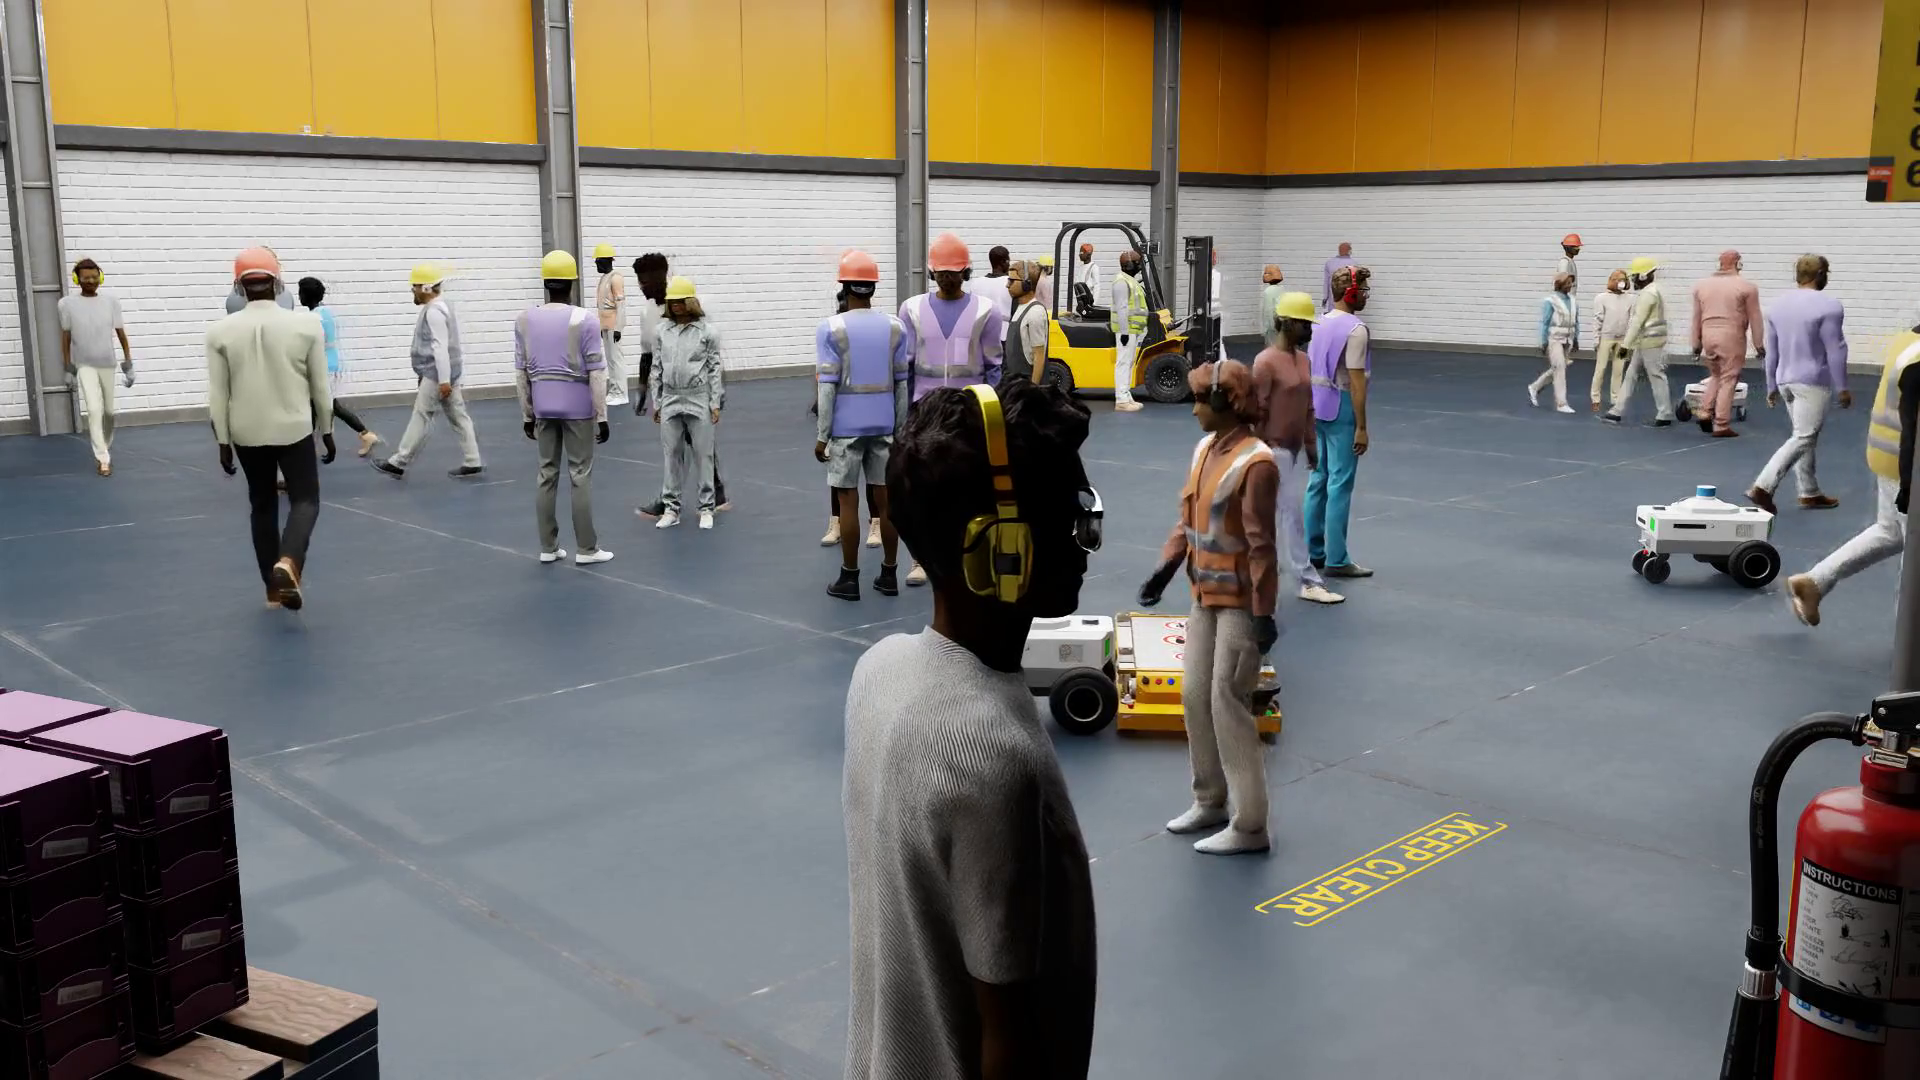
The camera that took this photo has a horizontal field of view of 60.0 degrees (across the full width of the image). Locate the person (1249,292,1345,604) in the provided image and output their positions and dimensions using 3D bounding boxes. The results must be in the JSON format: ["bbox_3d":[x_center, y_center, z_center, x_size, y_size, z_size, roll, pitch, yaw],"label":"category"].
[{"bbox_3d":[1.810,-0.537,9.380,0.921,1.712,0.528,9,14,41],"label":"person"}]

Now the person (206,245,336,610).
[{"bbox_3d":[-3.658,-0.568,8.825,0.618,1.971,0.716,-2,11,-10],"label":"person"}]

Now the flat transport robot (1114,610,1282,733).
[{"bbox_3d":[1.018,0.554,7.354,0.652,0.197,1.431,1,10,4],"label":"flat transport robot"}]

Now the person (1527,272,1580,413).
[{"bbox_3d":[6.875,-2.295,19.234,0.513,1.613,0.746,-6,12,-31],"label":"person"}]

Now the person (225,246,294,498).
[{"bbox_3d":[-5.344,-1.289,12.853,0.379,1.940,0.629,4,11,21],"label":"person"}]

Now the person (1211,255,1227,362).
[{"bbox_3d":[3.386,-3.072,22.884,0.590,1.824,1.038,-6,12,-29],"label":"person"}]

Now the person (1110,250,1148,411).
[{"bbox_3d":[1.966,-2.412,19.287,0.435,1.843,0.636,3,11,15],"label":"person"}]

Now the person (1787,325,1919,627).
[{"bbox_3d":[4.550,-0.352,8.110,0.756,1.808,0.682,5,11,24],"label":"person"}]

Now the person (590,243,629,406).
[{"bbox_3d":[-4.186,-2.567,19.850,0.383,1.924,0.594,-6,12,-29],"label":"person"}]

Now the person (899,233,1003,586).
[{"bbox_3d":[-0.061,-0.734,9.570,0.609,2.033,0.406,1,10,6],"label":"person"}]

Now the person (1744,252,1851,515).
[{"bbox_3d":[6.113,-1.134,12.094,0.900,1.911,0.640,-2,11,-12],"label":"person"}]

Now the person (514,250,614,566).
[{"bbox_3d":[-2.427,-0.801,10.210,0.594,1.930,0.354,3,11,16],"label":"person"}]

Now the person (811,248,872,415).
[{"bbox_3d":[-1.160,-2.222,18.089,0.991,1.903,0.555,2,11,9],"label":"person"}]

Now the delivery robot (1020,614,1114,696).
[{"bbox_3d":[0.282,0.440,6.942,0.707,0.478,0.477,1,10,3],"label":"delivery robot"}]

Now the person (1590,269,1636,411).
[{"bbox_3d":[7.542,-2.288,19.209,0.508,1.651,0.373,-1,10,-6],"label":"person"}]

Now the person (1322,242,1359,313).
[{"bbox_3d":[6.719,-4.288,29.305,0.684,1.905,0.404,6,12,31],"label":"person"}]

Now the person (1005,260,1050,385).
[{"bbox_3d":[0.466,-1.087,12.008,0.340,1.845,0.512,-2,11,-13],"label":"person"}]

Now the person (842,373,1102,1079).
[{"bbox_3d":[0.029,0.744,1.963,0.328,1.869,0.521,-4,11,-19],"label":"person"}]

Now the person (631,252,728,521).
[{"bbox_3d":[-2.048,-1.095,11.902,0.927,1.894,0.620,-10,14,-43],"label":"person"}]

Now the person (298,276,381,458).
[{"bbox_3d":[-5.722,-1.551,15.053,0.854,1.663,0.531,-1,10,-8],"label":"person"}]

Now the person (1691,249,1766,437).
[{"bbox_3d":[7.721,-1.969,16.731,0.446,1.879,0.657,-6,12,-30],"label":"person"}]

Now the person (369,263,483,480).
[{"bbox_3d":[-4.423,-1.377,13.732,0.921,1.783,0.612,-1,10,-8],"label":"person"}]

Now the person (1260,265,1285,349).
[{"bbox_3d":[4.123,-2.810,21.973,0.282,1.634,0.498,8,13,36],"label":"person"}]

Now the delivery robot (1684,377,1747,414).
[{"bbox_3d":[8.206,-1.595,18.042,0.707,0.478,0.477,-7,12,-32],"label":"delivery robot"}]

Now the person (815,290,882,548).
[{"bbox_3d":[-0.681,-0.792,10.794,0.538,1.698,0.320,2,11,13],"label":"person"}]

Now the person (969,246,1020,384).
[{"bbox_3d":[0.365,-1.994,16.760,0.590,1.917,0.395,5,12,26],"label":"person"}]

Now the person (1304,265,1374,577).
[{"bbox_3d":[2.234,-0.703,9.910,0.381,1.844,0.566,-3,11,-16],"label":"person"}]

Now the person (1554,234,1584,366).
[{"bbox_3d":[9.479,-3.747,25.966,0.395,2.044,0.609,5,12,26],"label":"person"}]

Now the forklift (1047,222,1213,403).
[{"bbox_3d":[1.935,-2.847,20.651,2.313,2.155,1.214,2,11,13],"label":"forklift"}]

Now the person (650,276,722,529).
[{"bbox_3d":[-1.891,-0.937,11.464,0.491,1.743,0.324,1,10,6],"label":"person"}]

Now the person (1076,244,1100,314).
[{"bbox_3d":[2.023,-3.789,26.635,0.344,1.882,0.584,-5,11,-24],"label":"person"}]

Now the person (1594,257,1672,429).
[{"bbox_3d":[7.118,-2.064,17.482,0.878,1.777,0.620,5,12,27],"label":"person"}]

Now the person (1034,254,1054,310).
[{"bbox_3d":[1.162,-3.049,22.924,0.331,1.765,0.532,-3,11,-16],"label":"person"}]

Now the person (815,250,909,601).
[{"bbox_3d":[-0.560,-0.632,9.274,0.552,1.935,0.368,-5,12,-27],"label":"person"}]

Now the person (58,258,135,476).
[{"bbox_3d":[-7.387,-1.489,14.244,0.530,1.836,0.841,-8,13,-36],"label":"person"}]

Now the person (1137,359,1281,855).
[{"bbox_3d":[0.842,0.212,5.550,0.446,1.612,0.546,-3,11,-14],"label":"person"}]

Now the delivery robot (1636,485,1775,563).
[{"bbox_3d":[4.362,-0.077,9.761,0.707,0.478,0.477,1,11,8],"label":"delivery robot"}]
